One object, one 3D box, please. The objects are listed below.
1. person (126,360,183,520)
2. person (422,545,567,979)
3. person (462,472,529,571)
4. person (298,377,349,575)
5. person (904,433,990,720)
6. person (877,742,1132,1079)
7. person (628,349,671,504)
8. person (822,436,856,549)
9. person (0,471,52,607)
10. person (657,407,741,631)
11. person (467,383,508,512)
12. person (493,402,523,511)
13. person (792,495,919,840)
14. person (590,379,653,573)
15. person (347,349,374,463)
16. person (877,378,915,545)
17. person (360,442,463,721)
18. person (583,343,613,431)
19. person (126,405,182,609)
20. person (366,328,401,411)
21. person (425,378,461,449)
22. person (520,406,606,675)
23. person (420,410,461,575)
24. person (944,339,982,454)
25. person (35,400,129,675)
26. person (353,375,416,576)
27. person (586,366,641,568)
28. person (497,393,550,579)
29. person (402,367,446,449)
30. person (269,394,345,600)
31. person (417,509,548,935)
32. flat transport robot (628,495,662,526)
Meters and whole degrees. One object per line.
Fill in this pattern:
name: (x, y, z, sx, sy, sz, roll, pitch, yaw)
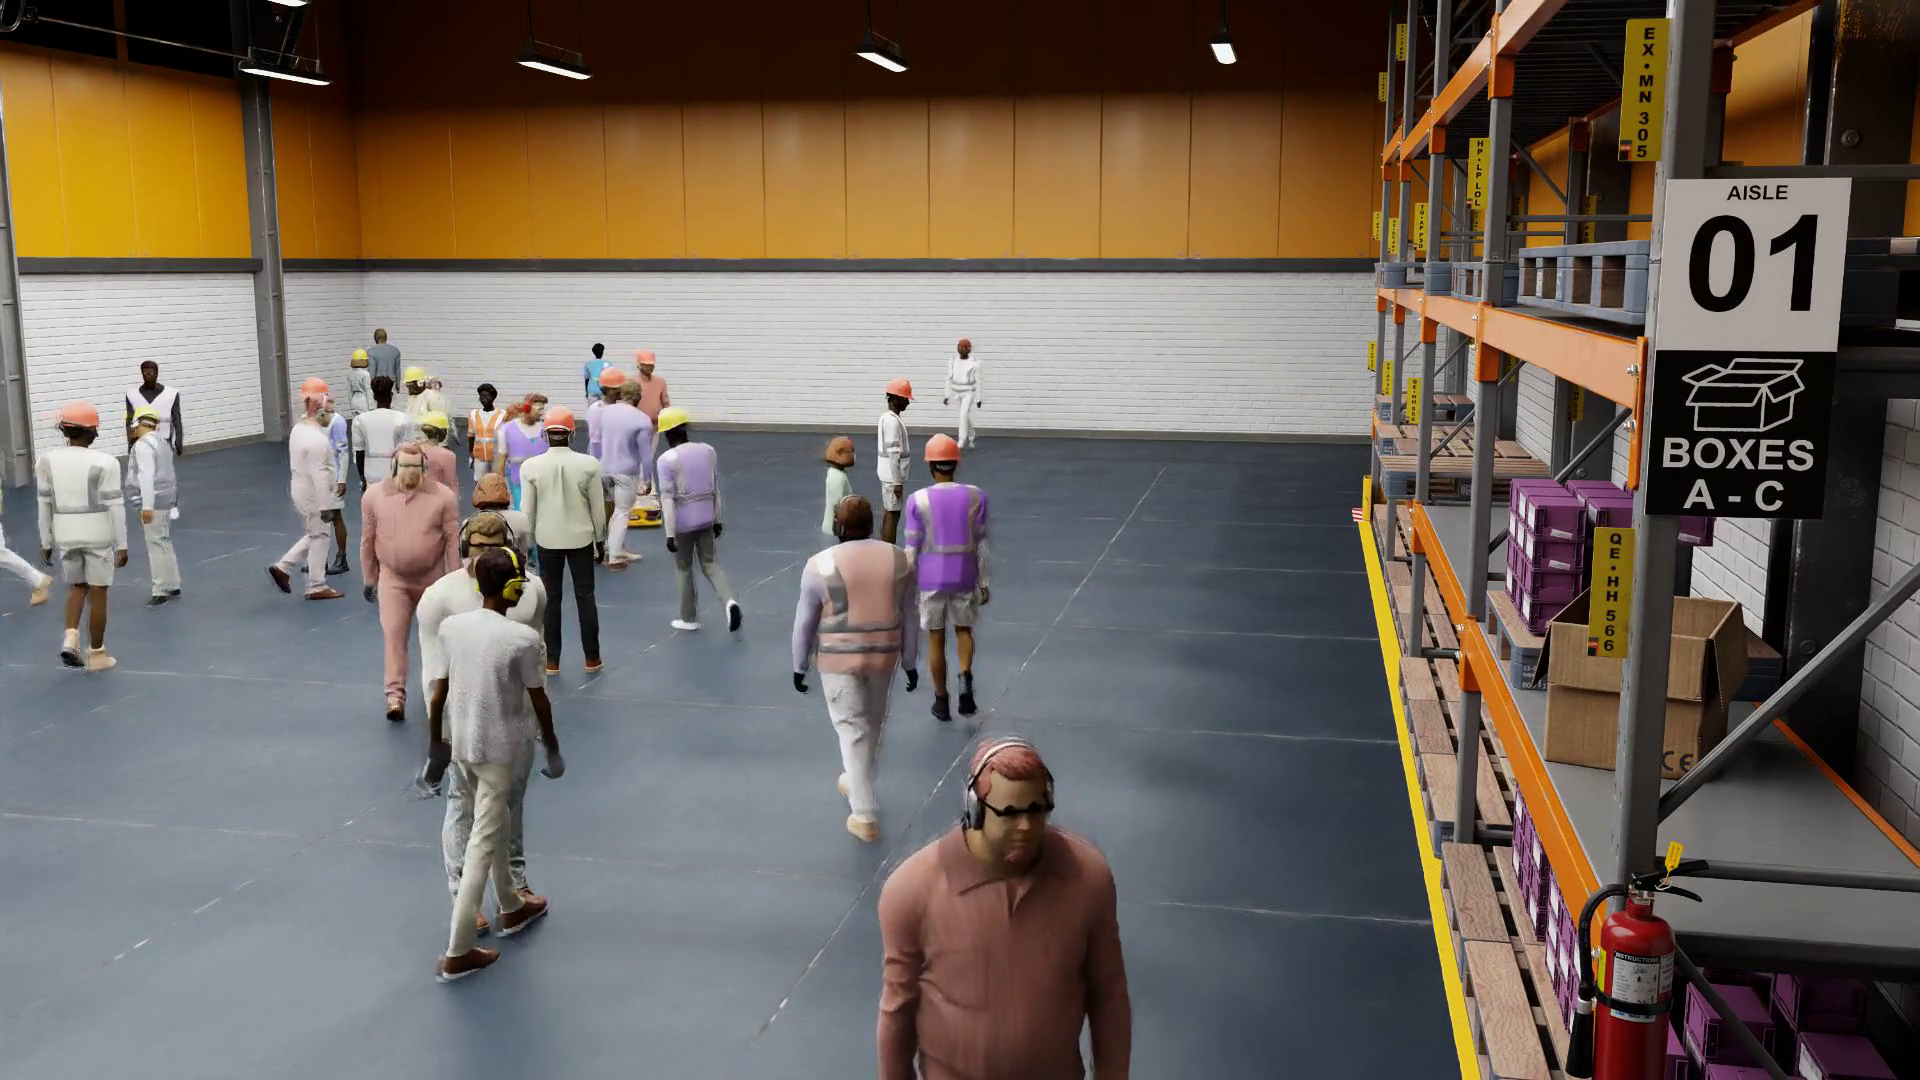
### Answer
person: (-9.504, -1.165, 19.624, 0.585, 1.905, 0.500, -2, 10, -10)
person: (-1.993, 0.927, 7.269, 0.528, 1.823, 0.876, 5, 11, 27)
person: (-3.177, 0.349, 11.401, 0.506, 1.619, 0.494, -7, 12, -37)
person: (-6.254, -0.623, 16.278, 0.553, 1.935, 0.361, 3, 10, 19)
person: (-0.084, 0.261, 10.987, 0.577, 1.922, 0.486, -2, 10, -11)
person: (0.121, 1.407, 4.349, 0.655, 1.853, 1.003, -3, 10, -17)
person: (-3.878, -1.417, 21.006, 0.947, 1.954, 0.619, 9, 13, 44)
person: (-0.973, -0.049, 13.759, 0.486, 1.619, 0.499, -1, 9, -6)
person: (-8.404, -0.237, 14.352, 0.630, 1.810, 0.858, 6, 11, 32)
person: (-2.139, -0.144, 13.555, 0.646, 1.881, 0.751, -9, 13, -44)
person: (-5.323, -0.931, 18.856, 0.542, 1.696, 0.316, 1, 9, 7)
person: (-4.634, -0.657, 17.438, 0.515, 1.613, 0.447, -4, 10, -23)
person: (-0.611, 0.647, 9.001, 0.660, 1.806, 0.875, -5, 10, -26)
person: (-3.327, -0.635, 16.482, 0.680, 1.894, 0.646, 5, 10, 25)
person: (-9.106, -2.032, 25.353, 0.484, 1.744, 0.295, 5, 11, 28)
person: (-0.621, -0.620, 16.292, 0.369, 1.929, 0.542, -1, 10, -9)
person: (-3.701, 0.258, 11.259, 0.666, 1.842, 1.002, -3, 10, -17)
person: (-6.247, -2.567, 28.771, 0.549, 1.687, 0.631, 1, 9, 7)
person: (-7.201, -0.299, 14.818, 0.407, 1.782, 0.699, -2, 10, -11)
person: (-9.887, -2.660, 28.551, 0.355, 1.936, 0.637, 7, 12, 37)
person: (-6.520, -1.224, 20.857, 0.673, 1.613, 0.526, 4, 10, 22)
person: (-2.929, 0.005, 12.316, 0.609, 1.996, 0.383, -2, 10, -13)
person: (-4.685, -0.262, 14.689, 0.520, 1.753, 0.545, 5, 11, 28)
person: (0.098, -2.342, 26.935, 0.570, 1.852, 0.943, 6, 11, 31)
person: (-6.463, -0.015, 12.316, 0.629, 2.031, 0.428, 0, 9, 0)
person: (-5.563, -0.621, 16.181, 0.607, 1.966, 0.367, 0, 9, -2)
person: (-3.468, -0.730, 16.664, 0.418, 2.031, 0.619, 3, 10, 19)
person: (-4.141, -0.506, 15.938, 0.605, 1.811, 0.457, -8, 12, -41)
person: (-6.557, -1.183, 20.067, 0.616, 1.797, 0.748, 9, 13, 43)
person: (-5.853, -0.368, 14.929, 0.561, 1.875, 0.684, -6, 11, -34)
person: (-2.148, 0.815, 7.621, 0.371, 1.936, 0.629, 9, 13, 44)
flat transport robot: (-3.908, -0.357, 19.683, 0.652, 0.197, 1.431, -2, 10, -14)
